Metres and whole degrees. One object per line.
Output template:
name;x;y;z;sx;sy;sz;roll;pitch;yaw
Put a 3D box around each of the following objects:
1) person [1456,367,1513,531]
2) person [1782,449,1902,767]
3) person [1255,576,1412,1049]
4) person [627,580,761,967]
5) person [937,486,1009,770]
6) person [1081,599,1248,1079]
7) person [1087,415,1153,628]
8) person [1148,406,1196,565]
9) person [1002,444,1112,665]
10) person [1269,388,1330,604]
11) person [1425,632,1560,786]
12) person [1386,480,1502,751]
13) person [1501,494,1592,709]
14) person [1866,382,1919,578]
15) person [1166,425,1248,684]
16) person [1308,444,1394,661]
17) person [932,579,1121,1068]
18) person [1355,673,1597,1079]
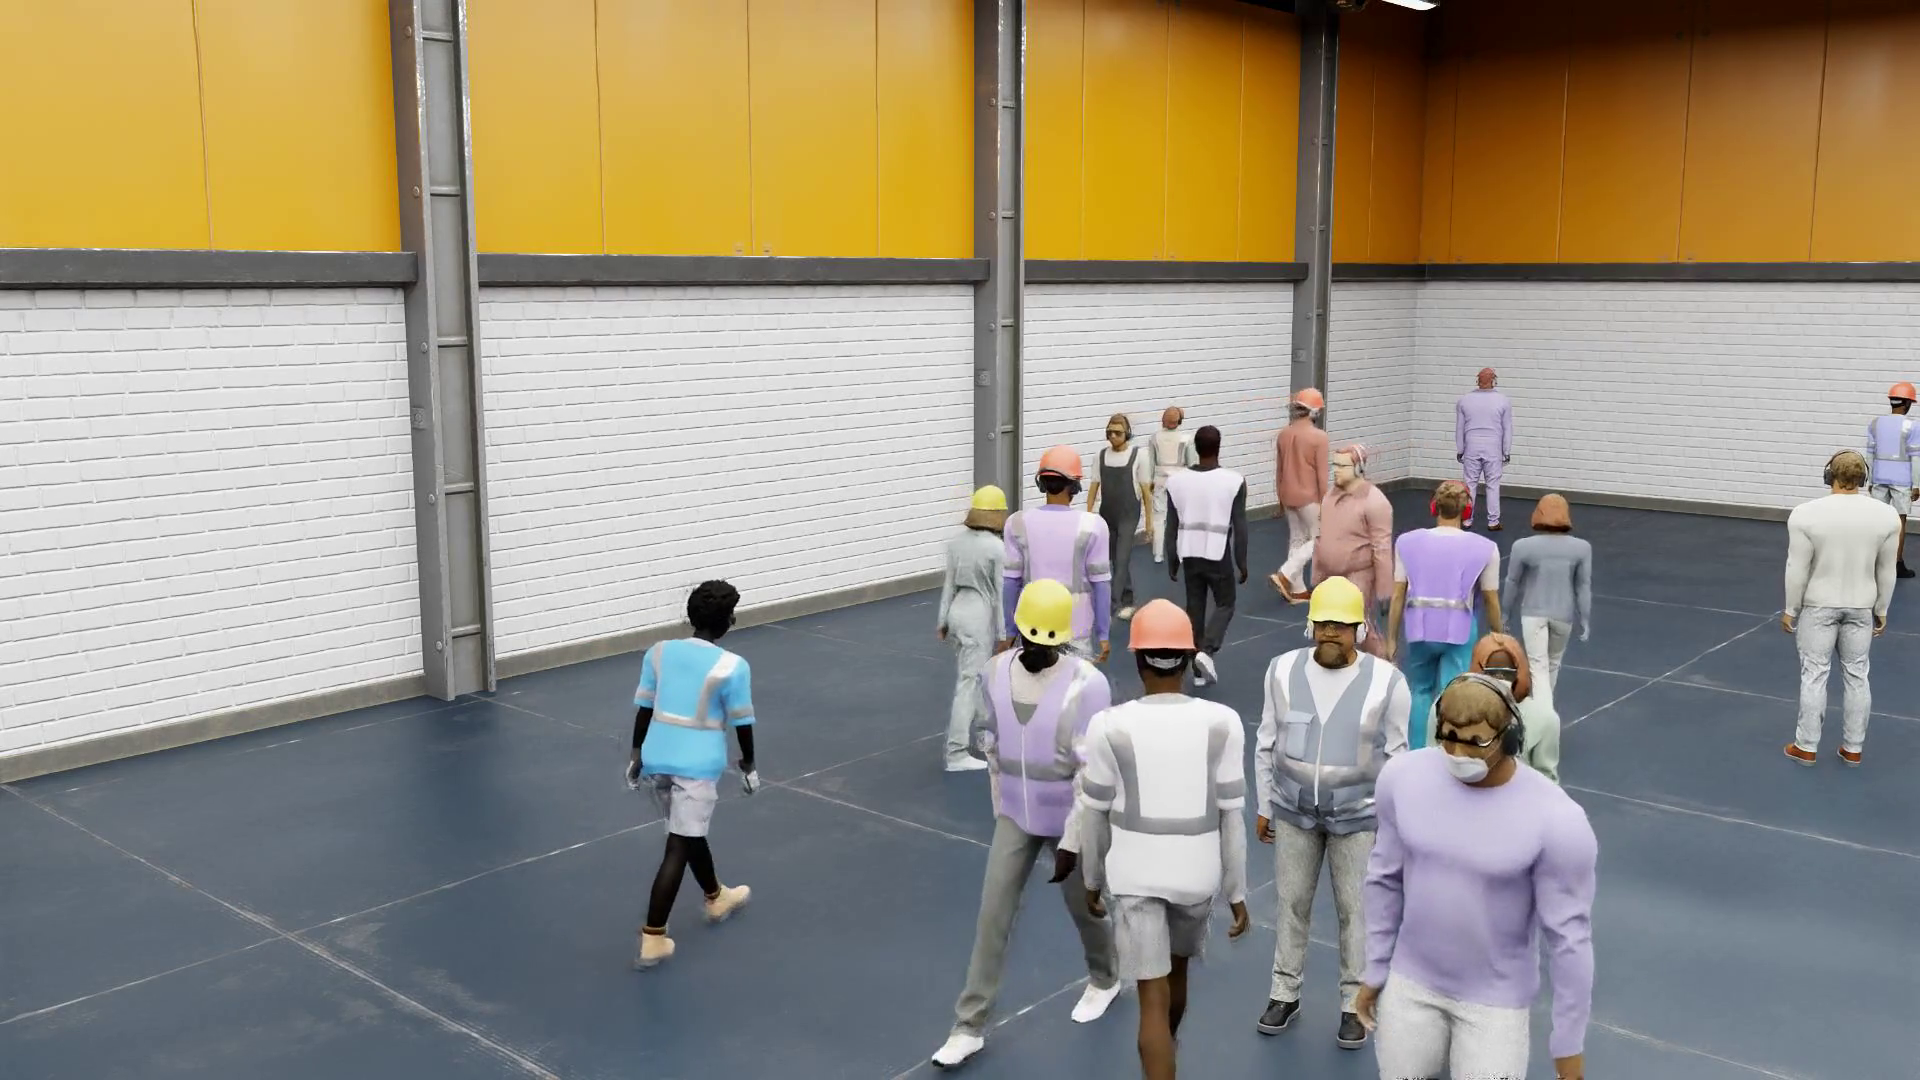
person;6.110;-1.054;19.396;0.641;1.908;0.407;5;10;27
person;5.299;0.417;10.062;0.632;1.940;0.372;1;9;8
person;1.423;1.043;6.450;0.593;1.837;0.404;4;10;25
person;-1.155;0.996;7.352;0.542;1.628;0.880;5;10;30
person;0.138;0.524;10.153;0.731;1.696;0.507;-9;13;-43
person;0.700;1.143;5.723;0.554;1.873;1.037;-1;9;-4
person;1.305;-0.154;14.070;0.540;1.796;0.970;5;10;29
person;2.178;-0.558;17.120;0.522;1.638;0.310;4;10;25
person;0.551;0.480;9.345;0.615;2.038;0.395;3;9;16
person;3.038;-0.377;14.914;0.558;1.976;0.630;-6;11;-31
person;2.039;1.155;6.453;0.508;1.616;0.512;3;10;21
person;2.771;0.562;9.484;0.608;1.819;0.712;4;10;24
person;3.753;0.492;10.673;0.516;1.583;0.852;1;9;5
person;9.223;-0.592;16.414;0.363;1.933;0.543;-5;10;-30
person;1.768;0.124;11.986;0.608;1.908;0.519;4;10;25
person;2.605;0.277;11.213;1.020;1.860;0.660;-3;10;-20
person;0.327;1.045;6.397;0.587;1.859;0.987;6;11;34
person;1.455;1.284;4.681;0.667;1.916;0.475;8;12;42
